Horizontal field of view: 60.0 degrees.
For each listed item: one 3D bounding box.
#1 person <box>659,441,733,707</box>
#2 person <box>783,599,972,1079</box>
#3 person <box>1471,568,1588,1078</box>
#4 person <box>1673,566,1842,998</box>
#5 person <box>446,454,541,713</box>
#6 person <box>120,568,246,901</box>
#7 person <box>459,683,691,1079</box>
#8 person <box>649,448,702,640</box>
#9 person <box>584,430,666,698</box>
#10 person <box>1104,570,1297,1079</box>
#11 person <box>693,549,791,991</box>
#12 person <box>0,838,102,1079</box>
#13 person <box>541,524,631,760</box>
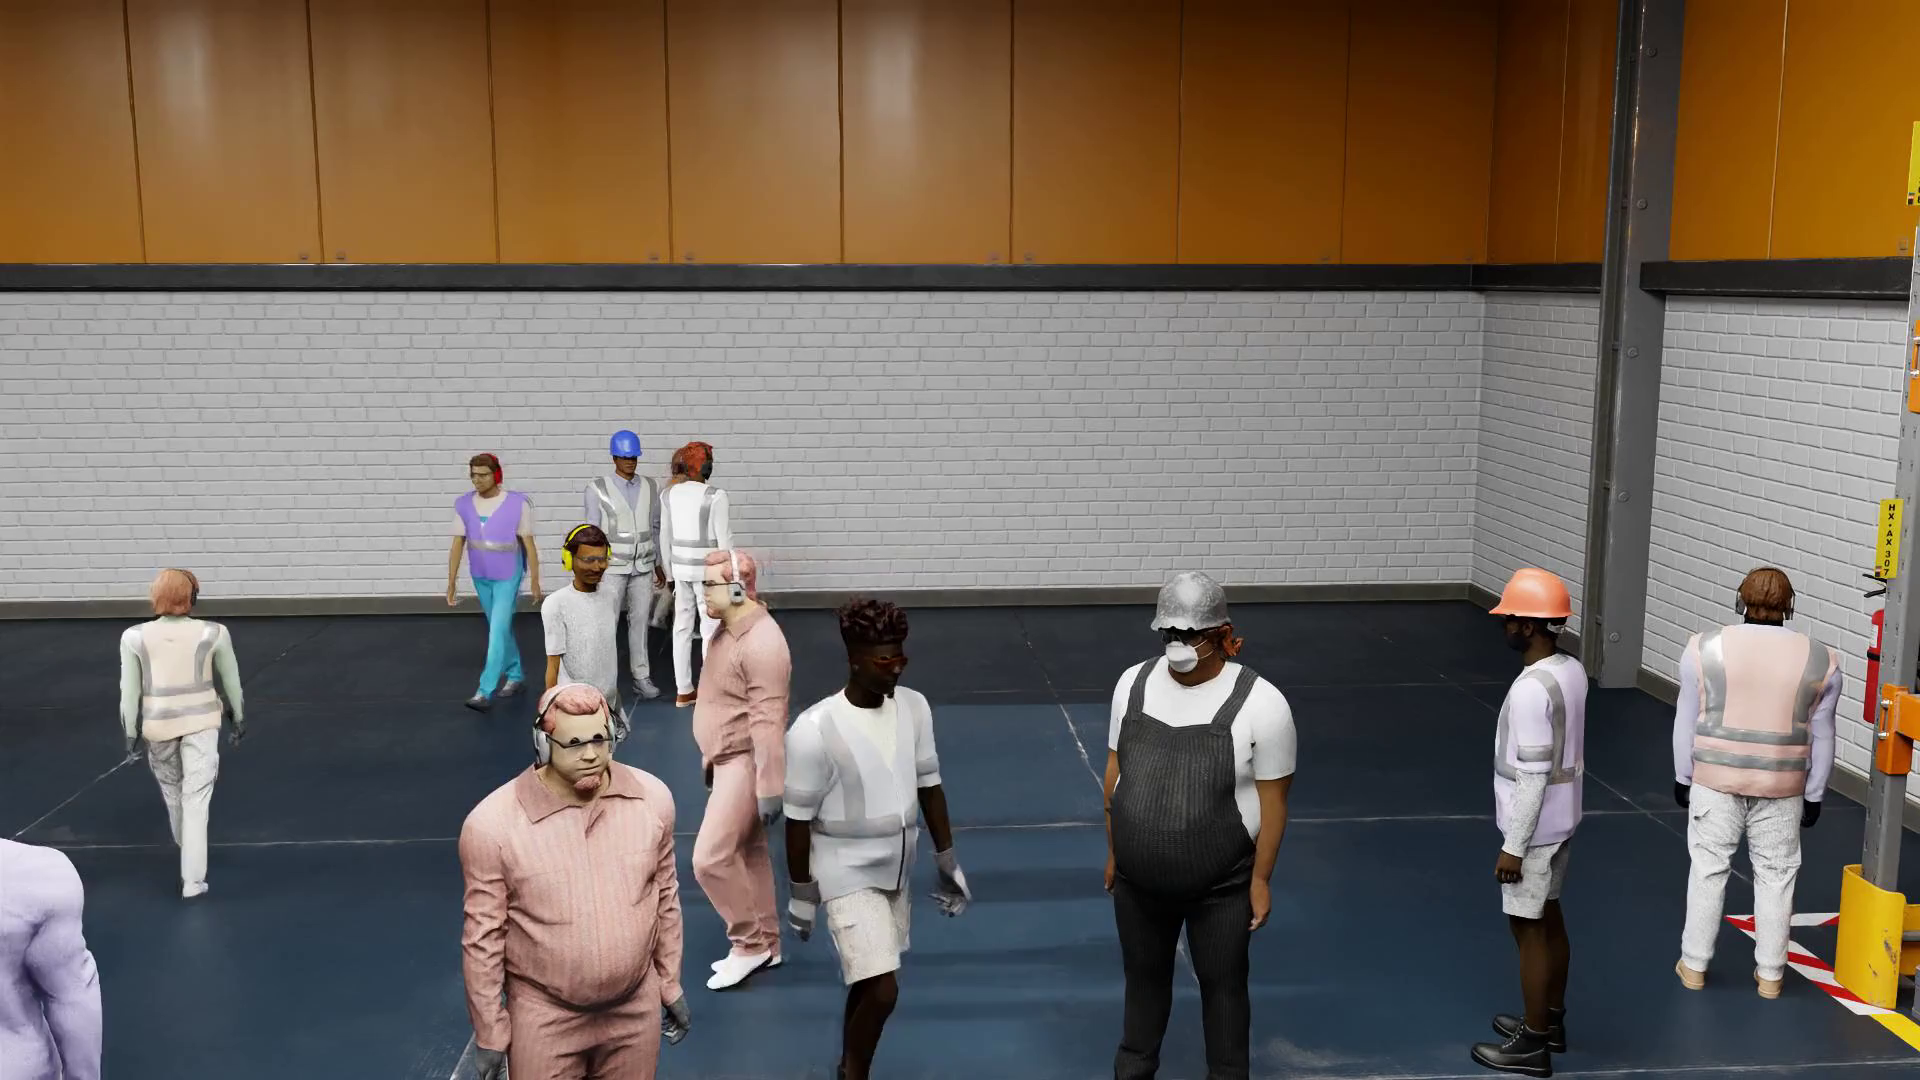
[{"bbox_3d":[-1.828,0.252,11.633,0.574,1.882,0.358,5,10,27],"label":"person"},{"bbox_3d":[-0.267,1.157,5.735,0.590,1.941,0.613,7,11,38],"label":"person"},{"bbox_3d":[2.162,1.066,6.344,0.375,1.935,0.551,6,11,35],"label":"person"},{"bbox_3d":[3.321,1.016,7.000,0.614,1.836,0.429,3,10,20],"label":"person"},{"bbox_3d":[-3.302,0.292,11.647,0.591,1.789,0.971,3,9,16],"label":"person"},{"bbox_3d":[-3.851,0.932,8.281,0.537,1.590,0.872,-2,9,-13],"label":"person"},{"bbox_3d":[-1.071,1.337,4.749,0.654,1.904,0.406,-6,11,-33],"label":"person"},{"bbox_3d":[-2.369,0.035,13.844,0.427,1.611,0.622,-3,10,-19],"label":"person"},{"bbox_3d":[-2.370,0.184,11.847,0.605,1.948,0.405,-7,11,-37],"label":"person"},{"bbox_3d":[0.775,1.108,5.758,0.679,2.000,0.537,5,10,29],"label":"person"},{"bbox_3d":[-0.986,0.974,7.079,0.517,1.887,0.669,-3,10,-19],"label":"person"},{"bbox_3d":[-2.498,1.405,4.213,0.635,1.938,0.359,-2,9,-11],"label":"person"},{"bbox_3d":[-1.779,0.843,7.980,0.314,1.862,0.535,5,10,26],"label":"person"}]
